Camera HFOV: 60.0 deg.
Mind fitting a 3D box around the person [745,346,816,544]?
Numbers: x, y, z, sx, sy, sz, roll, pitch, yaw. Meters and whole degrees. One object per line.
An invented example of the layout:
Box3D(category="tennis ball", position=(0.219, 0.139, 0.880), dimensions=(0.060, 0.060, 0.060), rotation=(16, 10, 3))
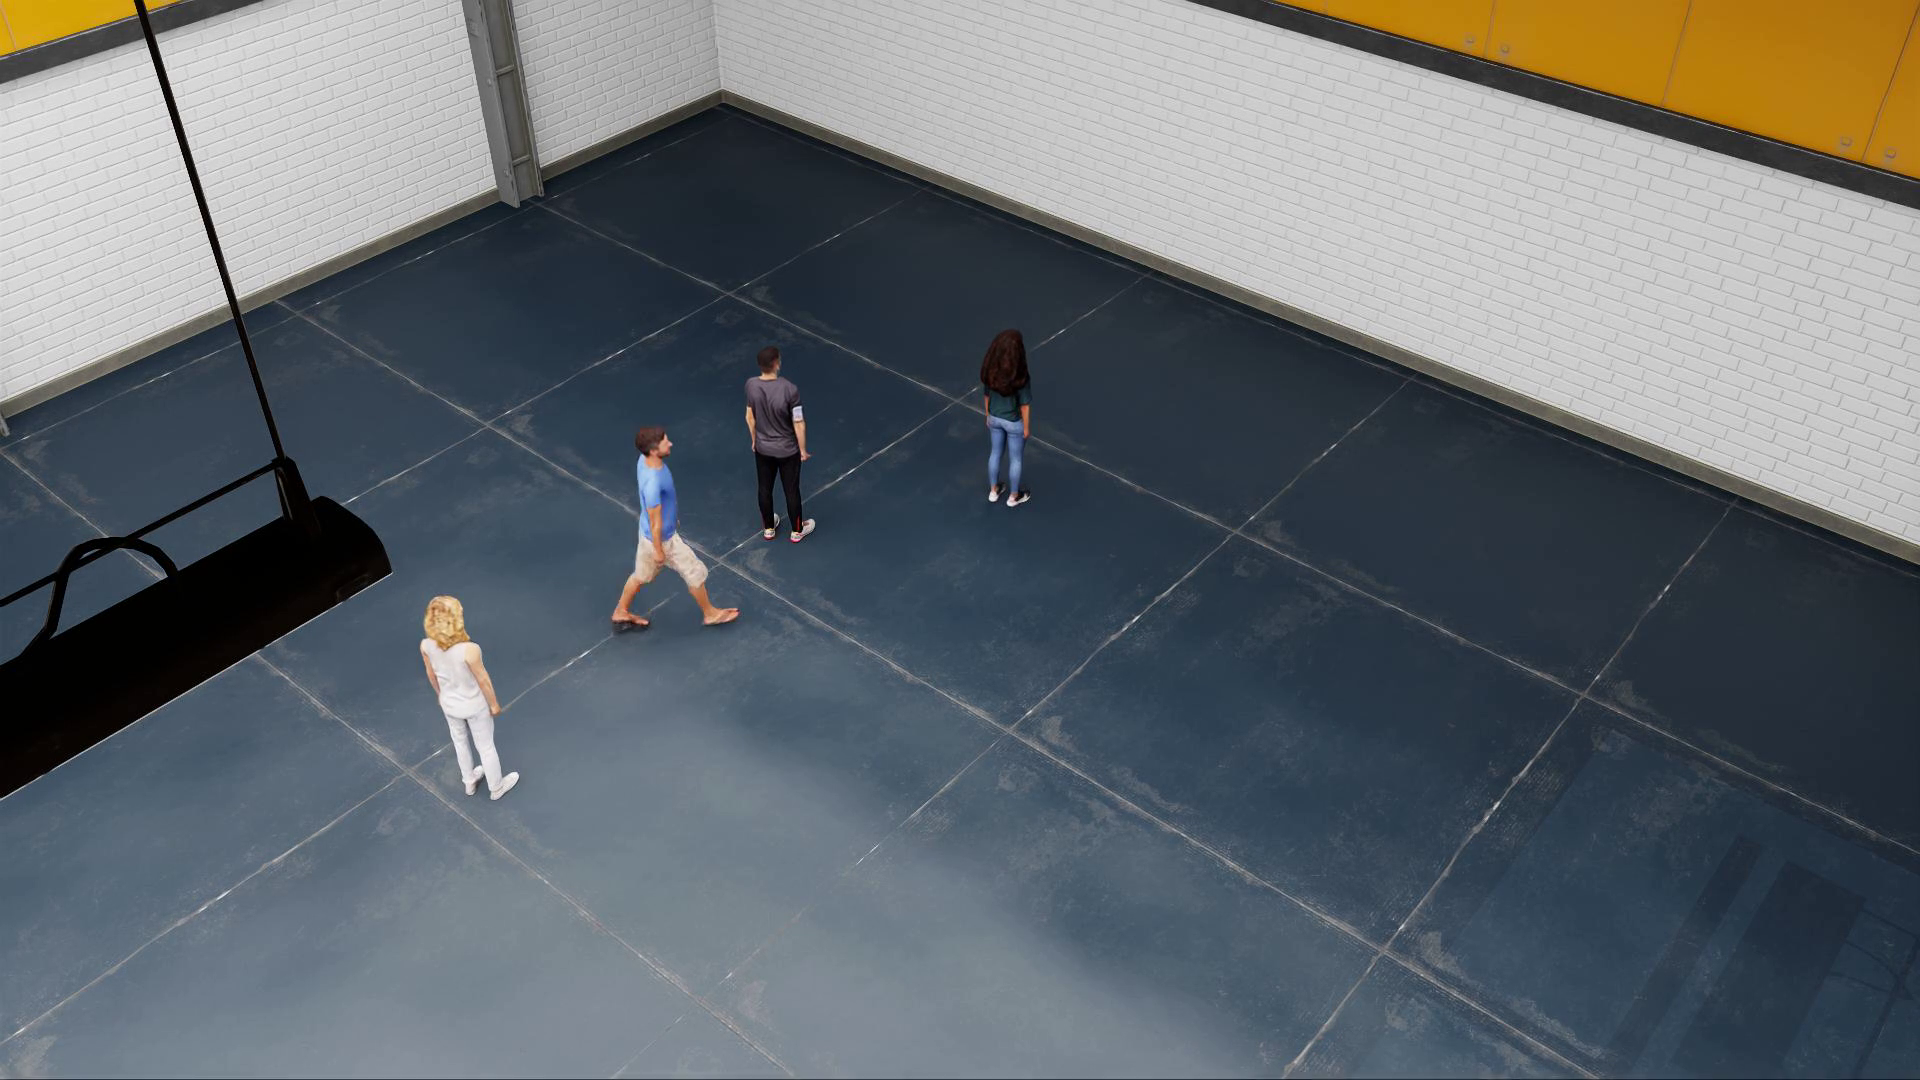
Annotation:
Box3D(category="person", position=(-1.450, -0.748, 13.124), dimensions=(0.705, 1.764, 0.681), rotation=(11, 40, 14))

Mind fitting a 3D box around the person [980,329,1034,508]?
Box3D(category="person", position=(0.384, -0.998, 13.557), dimensions=(0.626, 1.615, 0.622), rotation=(21, 43, 24))

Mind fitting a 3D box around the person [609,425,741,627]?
Box3D(category="person", position=(-2.288, -0.037, 12.184), dimensions=(1.284, 1.826, 1.094), rotation=(-9, 40, -12))

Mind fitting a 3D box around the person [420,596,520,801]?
Box3D(category="person", position=(-3.270, 1.050, 10.946), dimensions=(0.678, 1.671, 0.676), rotation=(10, 40, 12))
